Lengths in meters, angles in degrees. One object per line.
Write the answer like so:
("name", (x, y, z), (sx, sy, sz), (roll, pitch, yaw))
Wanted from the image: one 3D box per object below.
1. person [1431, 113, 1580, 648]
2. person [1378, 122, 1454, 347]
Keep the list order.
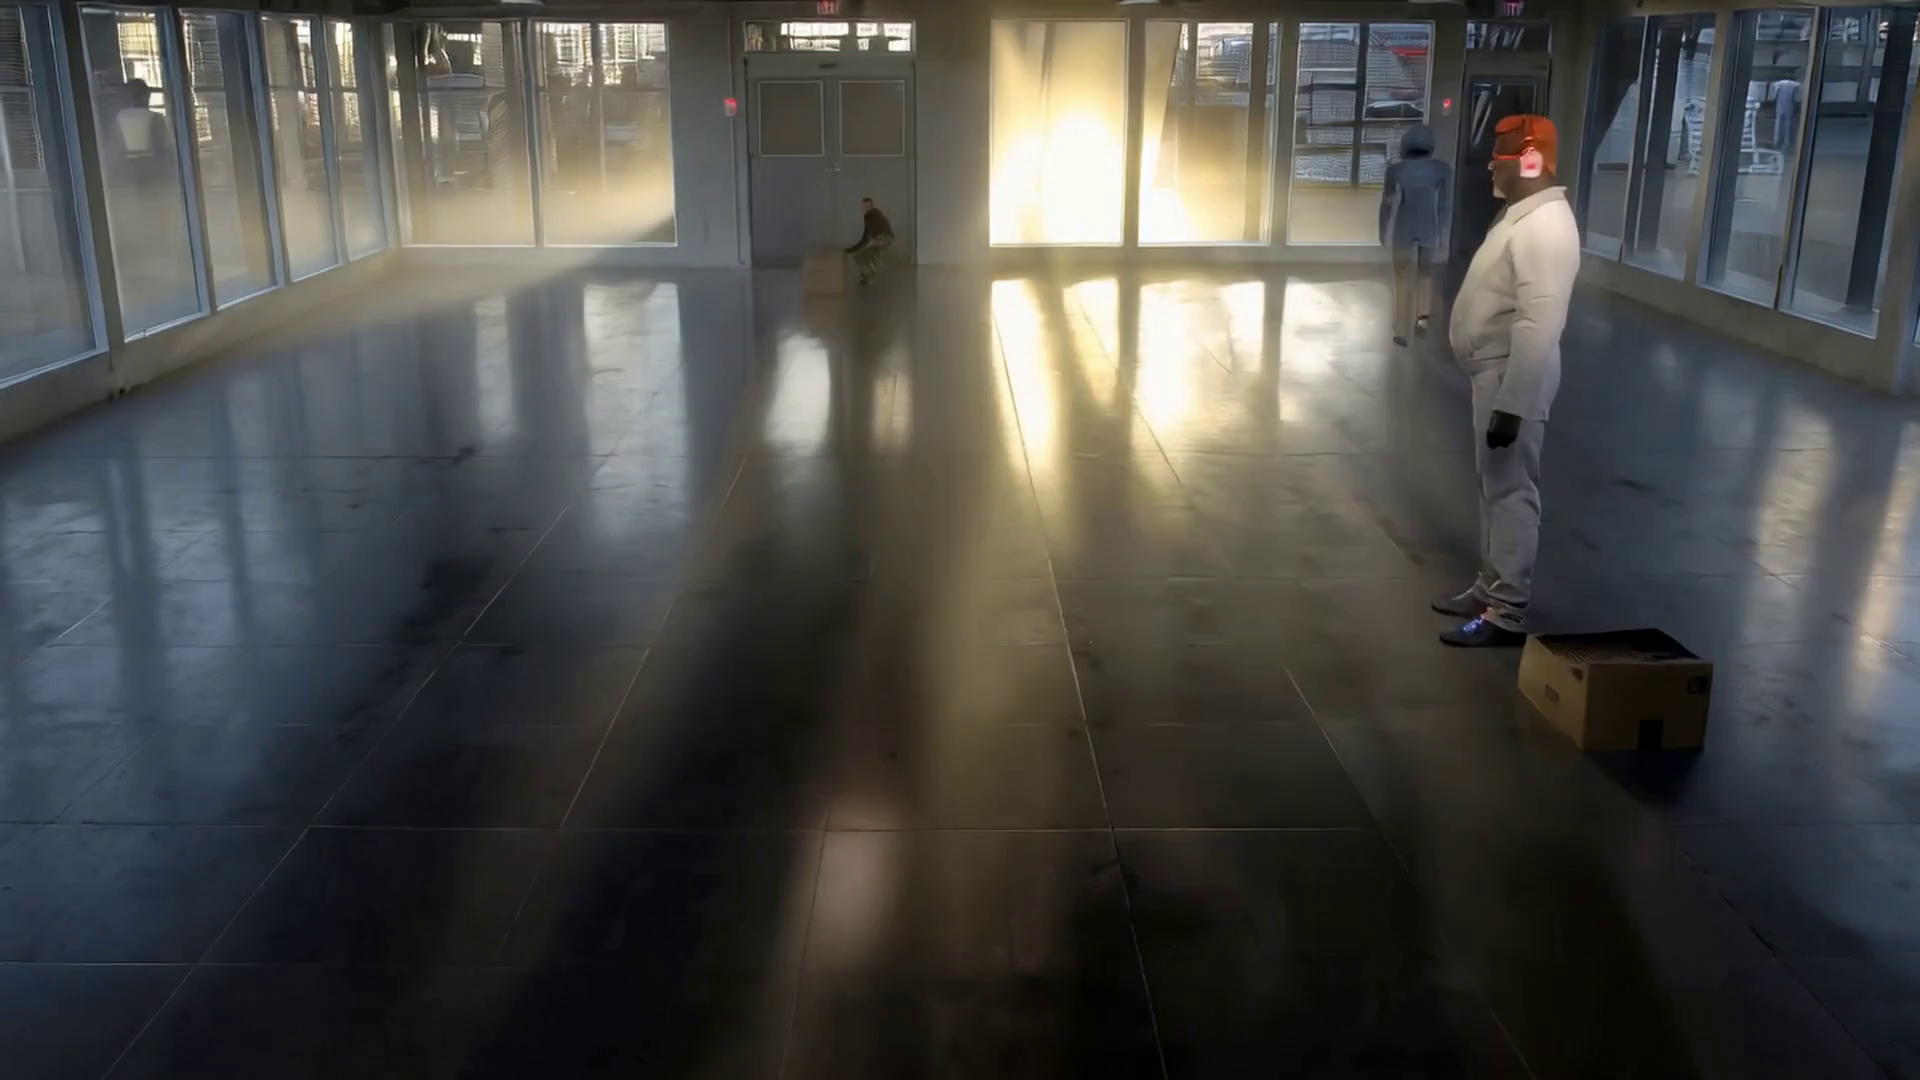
("person", (1.961, -0.557, 6.004), (0.411, 1.908, 0.643), (4, 17, 12))
("person", (3.311, -2.216, 12.125), (0.524, 1.619, 0.352), (1, 16, 3))
